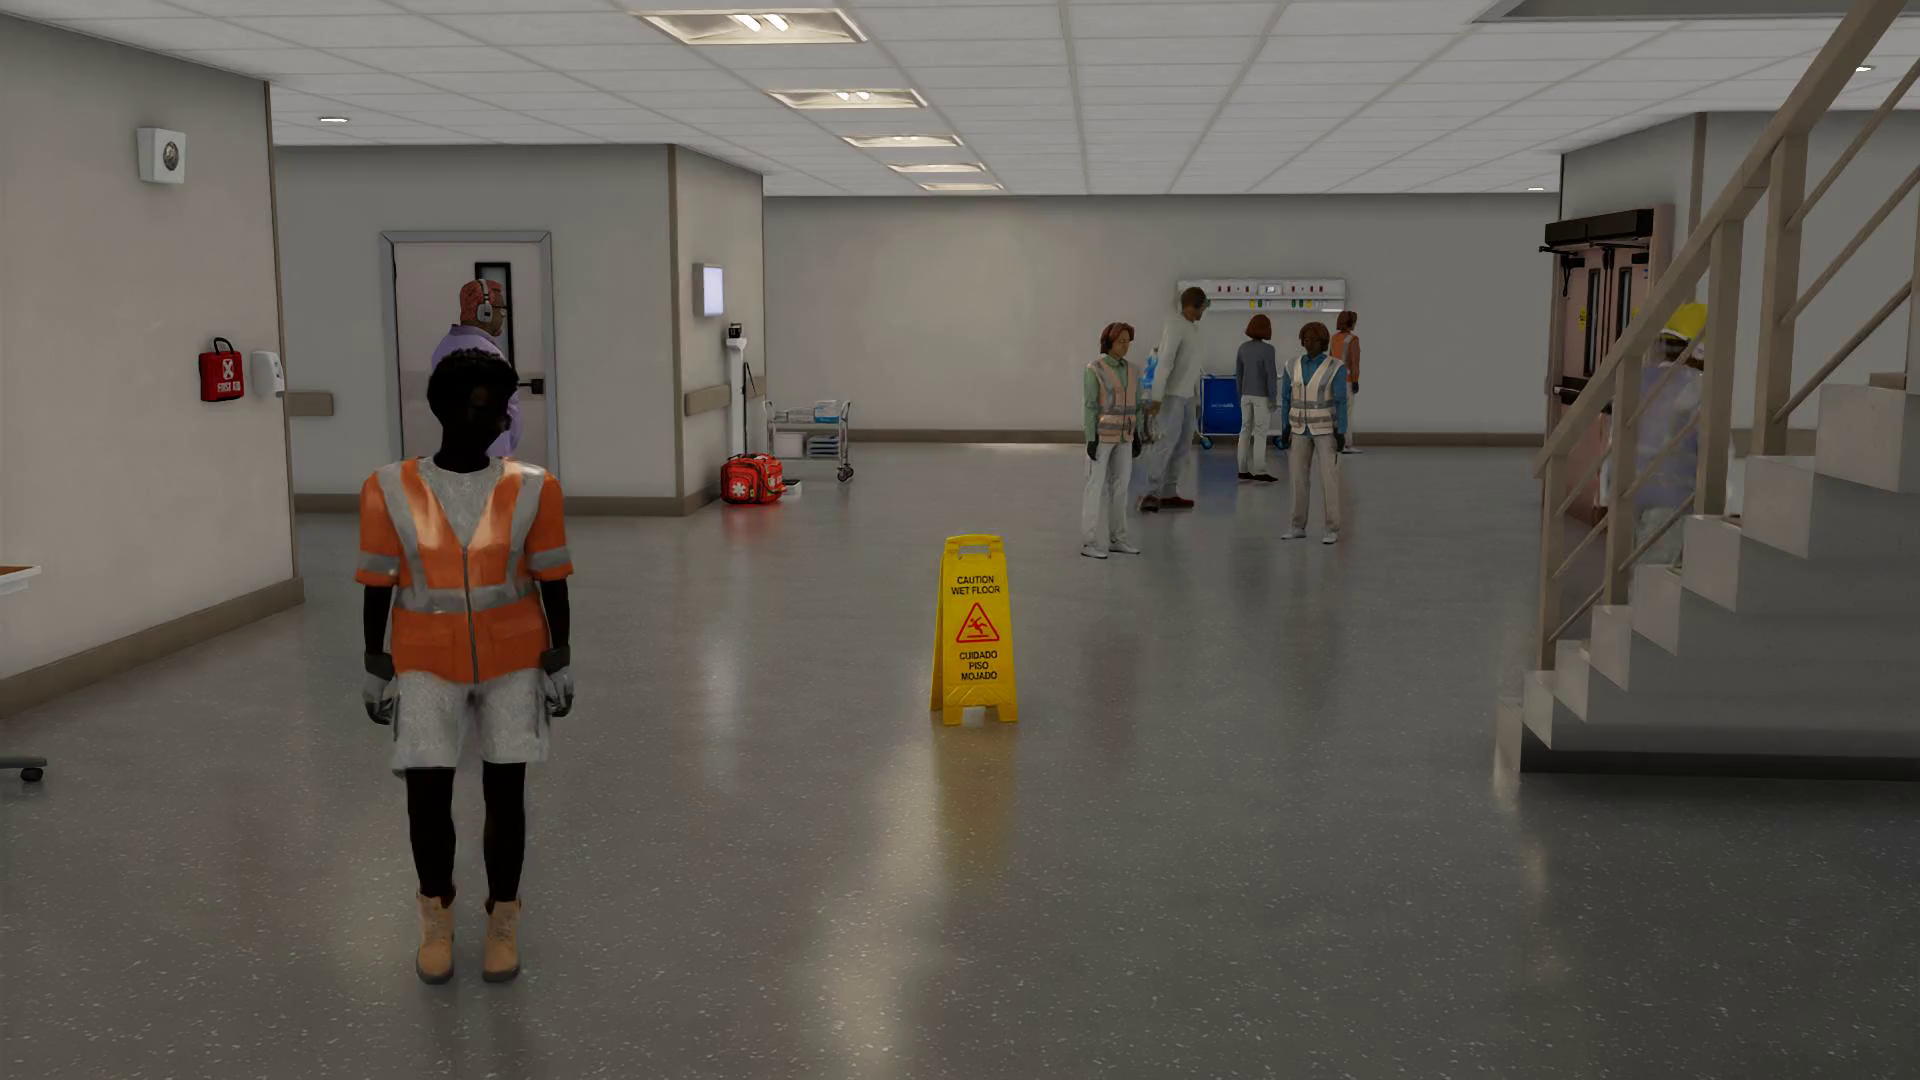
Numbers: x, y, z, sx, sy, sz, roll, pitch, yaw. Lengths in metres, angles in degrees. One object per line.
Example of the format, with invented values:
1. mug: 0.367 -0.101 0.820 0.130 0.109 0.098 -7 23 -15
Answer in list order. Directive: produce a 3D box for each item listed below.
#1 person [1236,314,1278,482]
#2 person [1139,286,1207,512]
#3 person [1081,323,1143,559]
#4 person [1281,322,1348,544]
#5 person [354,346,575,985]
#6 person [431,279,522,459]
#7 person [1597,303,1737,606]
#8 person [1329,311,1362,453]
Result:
1. person: 2.897 -1.379 16.214 0.271 1.632 0.508 -6 10 -33
2. person: 1.803 -1.183 14.016 0.468 1.894 0.765 4 9 28
3. person: 1.053 -0.688 11.538 0.514 1.630 0.318 -7 11 -38
4. person: 2.601 -0.781 12.192 0.529 1.628 0.321 7 11 41
5. person: -1.273 0.339 4.342 0.554 1.680 0.410 -3 9 -20
6. person: -2.472 -0.396 8.656 0.404 1.899 0.632 -7 11 -39
7. person: 3.294 -0.199 7.710 0.944 1.774 0.606 -4 9 -24
8. person: 4.420 -1.816 19.159 0.315 1.641 0.515 -3 9 -22
